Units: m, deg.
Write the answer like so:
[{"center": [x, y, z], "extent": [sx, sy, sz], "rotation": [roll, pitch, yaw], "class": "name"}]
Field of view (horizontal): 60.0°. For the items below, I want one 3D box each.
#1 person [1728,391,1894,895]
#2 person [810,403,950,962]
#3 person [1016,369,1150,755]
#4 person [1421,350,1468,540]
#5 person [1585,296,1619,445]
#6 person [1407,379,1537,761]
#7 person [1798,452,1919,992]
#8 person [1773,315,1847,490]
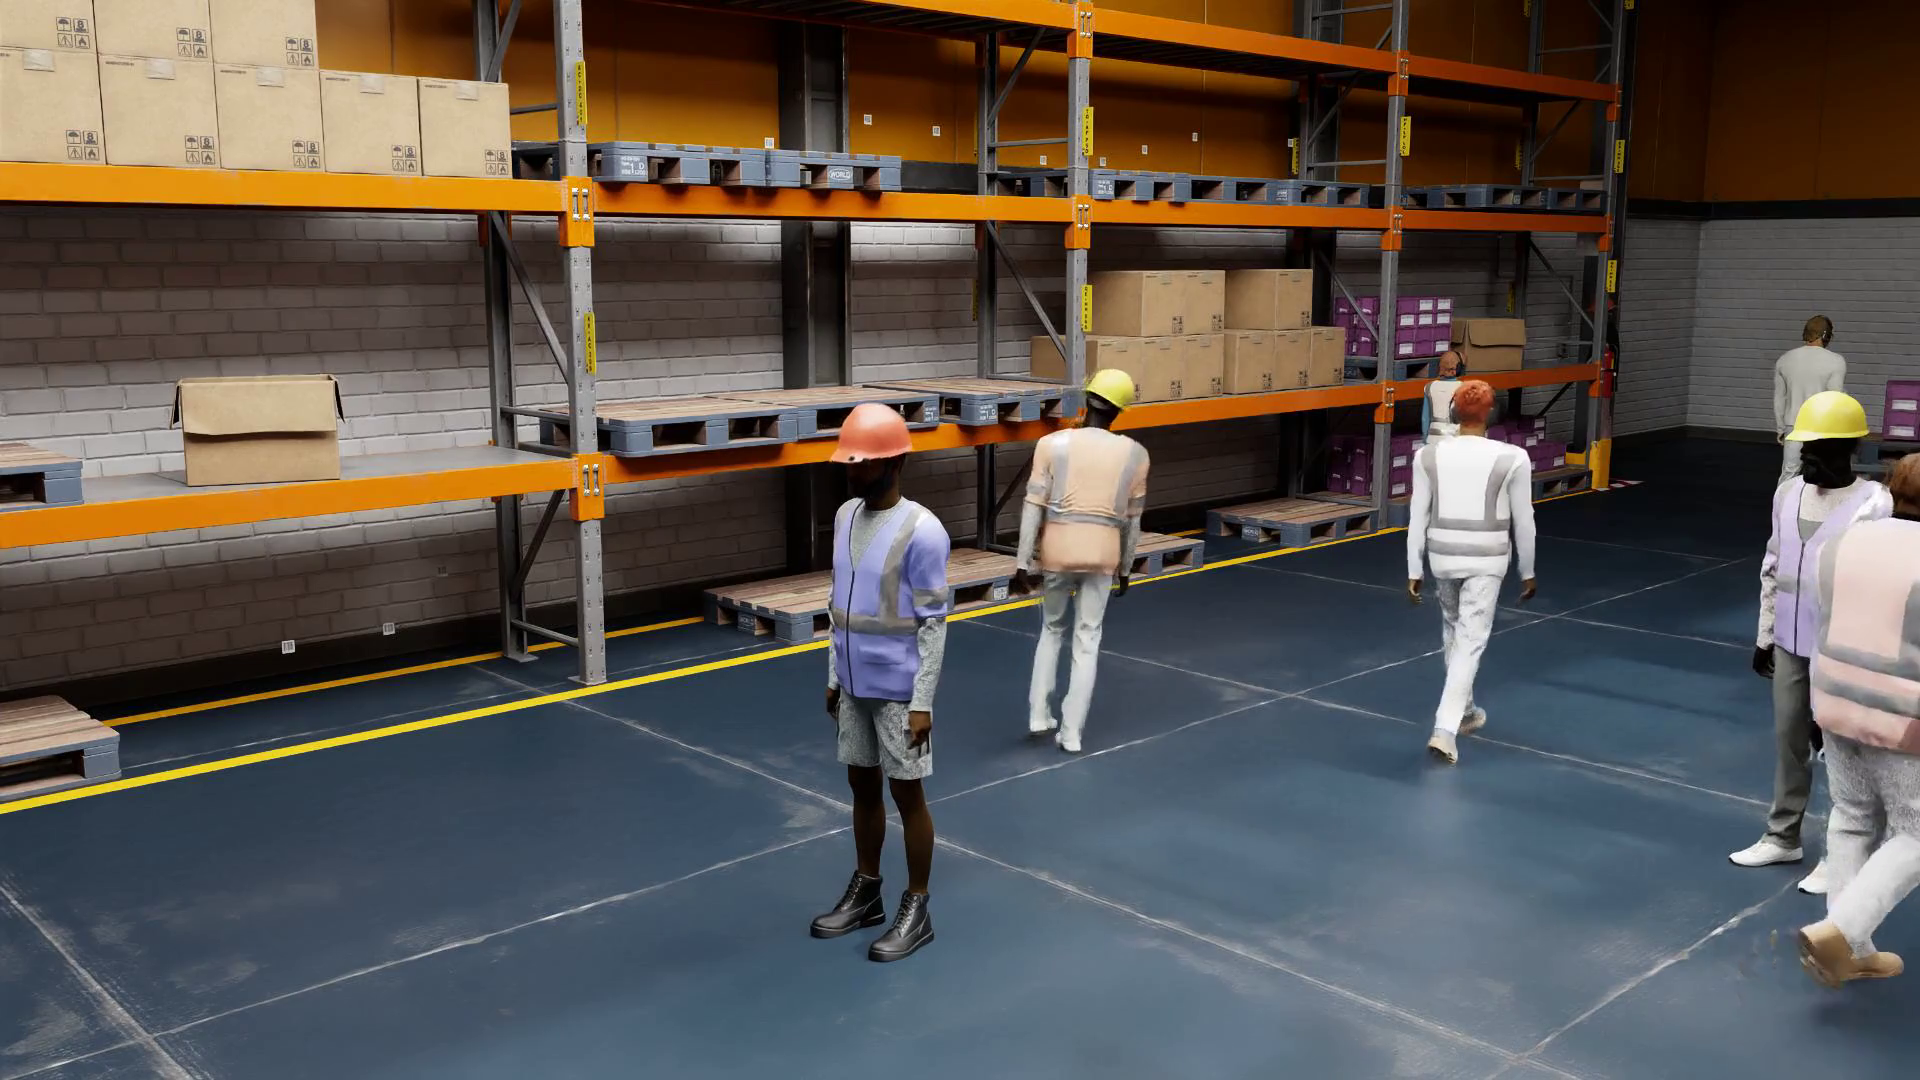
[{"center": [3.291, 0.392, 6.375], "extent": [0.385, 1.925, 0.592], "rotation": [-4, 10, -21], "class": "person"}, {"center": [-0.286, 0.489, 5.784], "extent": [0.360, 1.937, 0.542], "rotation": [-9, 14, -44], "class": "person"}, {"center": [0.605, 0.102, 8.204], "extent": [0.665, 1.877, 0.472], "rotation": [0, 10, -1], "class": "person"}, {"center": [4.148, -0.789, 14.133], "extent": [0.308, 1.641, 0.517], "rotation": [-9, 13, -41], "class": "person"}, {"center": [7.255, -1.776, 18.878], "extent": [0.400, 1.989, 0.623], "rotation": [5, 11, 28], "class": "person"}, {"center": [2.481, 0.135, 8.170], "extent": [0.580, 1.843, 0.971], "rotation": [7, 12, 35], "class": "person"}, {"center": [2.975, 0.615, 5.392], "extent": [0.574, 1.824, 0.642], "rotation": [-4, 10, -22], "class": "person"}, {"center": [7.200, -0.931, 14.104], "extent": [0.373, 1.935, 0.628], "rotation": [-6, 11, -31], "class": "person"}]
